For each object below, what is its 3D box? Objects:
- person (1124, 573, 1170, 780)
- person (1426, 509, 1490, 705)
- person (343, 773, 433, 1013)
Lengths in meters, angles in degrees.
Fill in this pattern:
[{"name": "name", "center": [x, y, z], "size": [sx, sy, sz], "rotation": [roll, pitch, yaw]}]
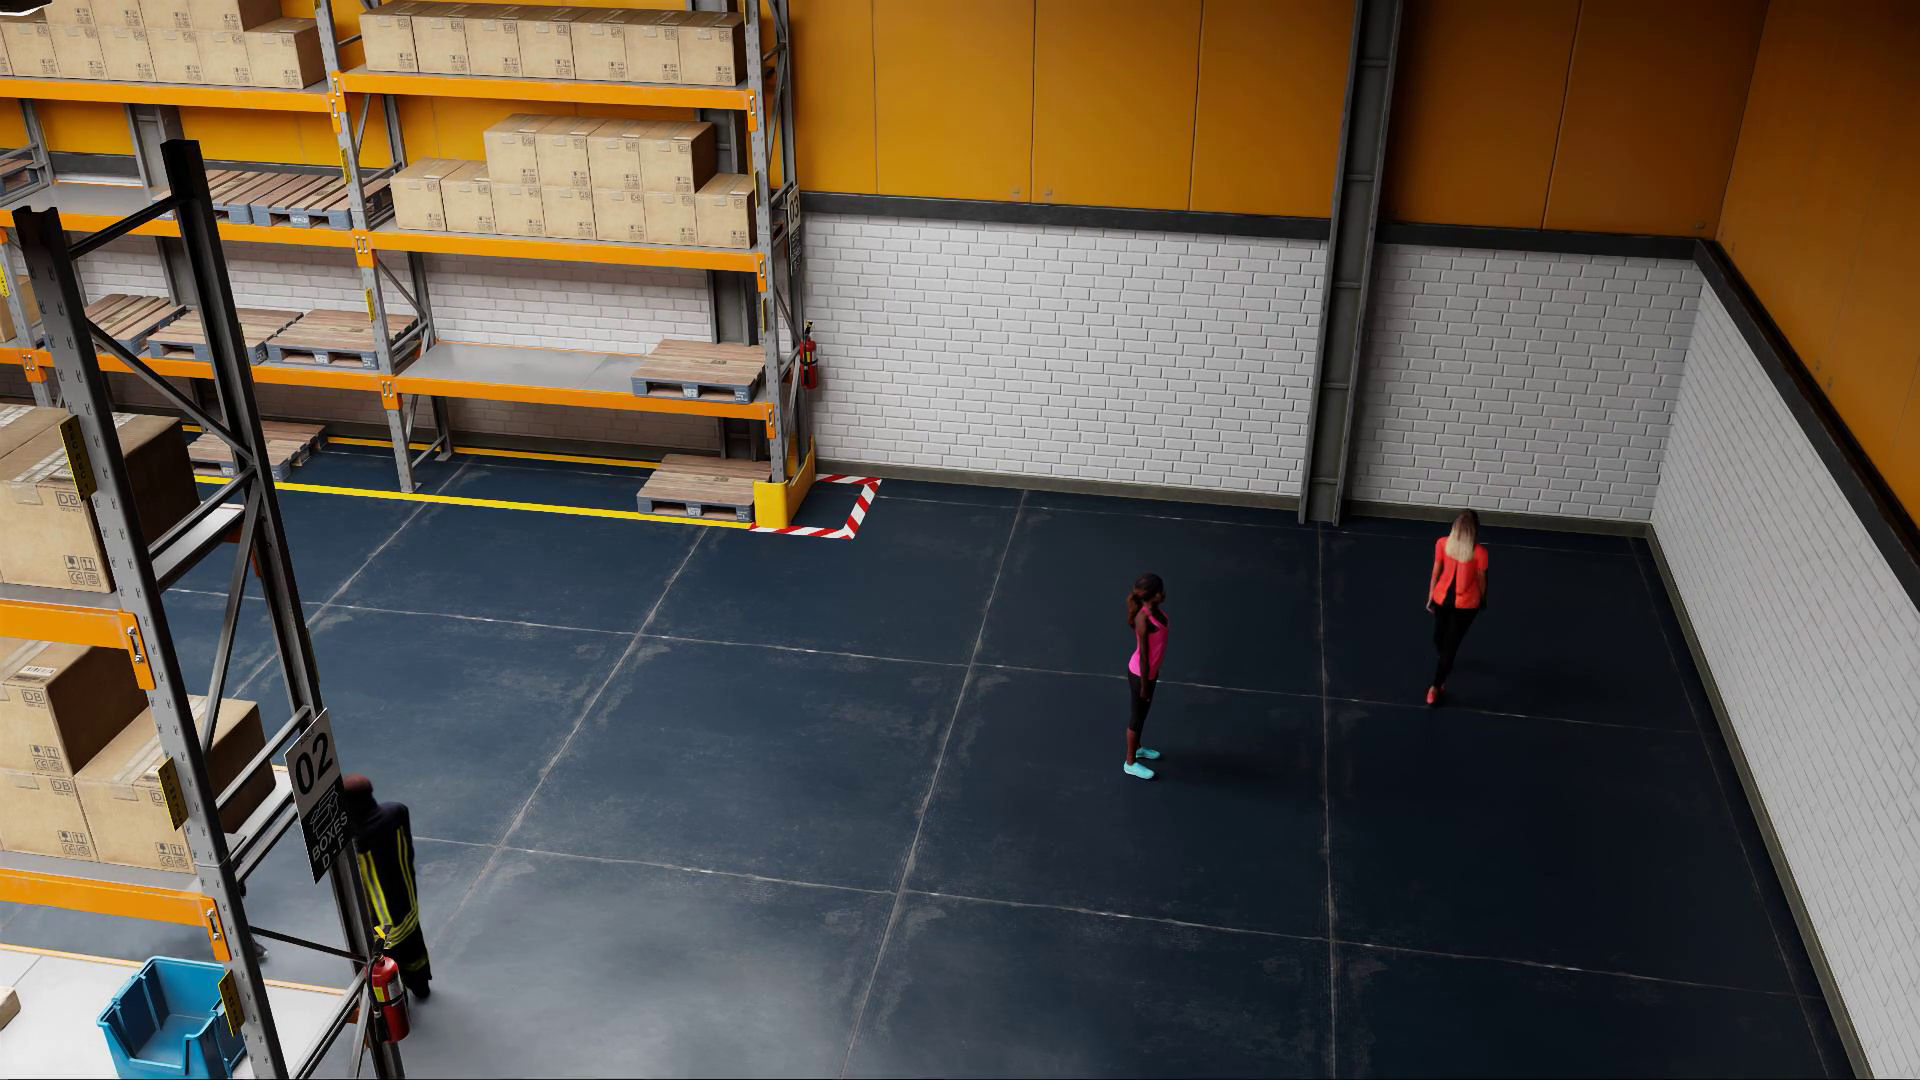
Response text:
[{"name": "person", "center": [1.401, 1.007, 12.692], "size": [0.576, 1.720, 0.575], "rotation": [9, 30, 15]}, {"name": "person", "center": [3.998, 0.570, 13.563], "size": [1.069, 1.654, 0.971], "rotation": [21, 35, 33]}, {"name": "person", "center": [-3.629, 2.196, 10.405], "size": [0.800, 1.823, 0.833], "rotation": [15, 32, 26]}]
